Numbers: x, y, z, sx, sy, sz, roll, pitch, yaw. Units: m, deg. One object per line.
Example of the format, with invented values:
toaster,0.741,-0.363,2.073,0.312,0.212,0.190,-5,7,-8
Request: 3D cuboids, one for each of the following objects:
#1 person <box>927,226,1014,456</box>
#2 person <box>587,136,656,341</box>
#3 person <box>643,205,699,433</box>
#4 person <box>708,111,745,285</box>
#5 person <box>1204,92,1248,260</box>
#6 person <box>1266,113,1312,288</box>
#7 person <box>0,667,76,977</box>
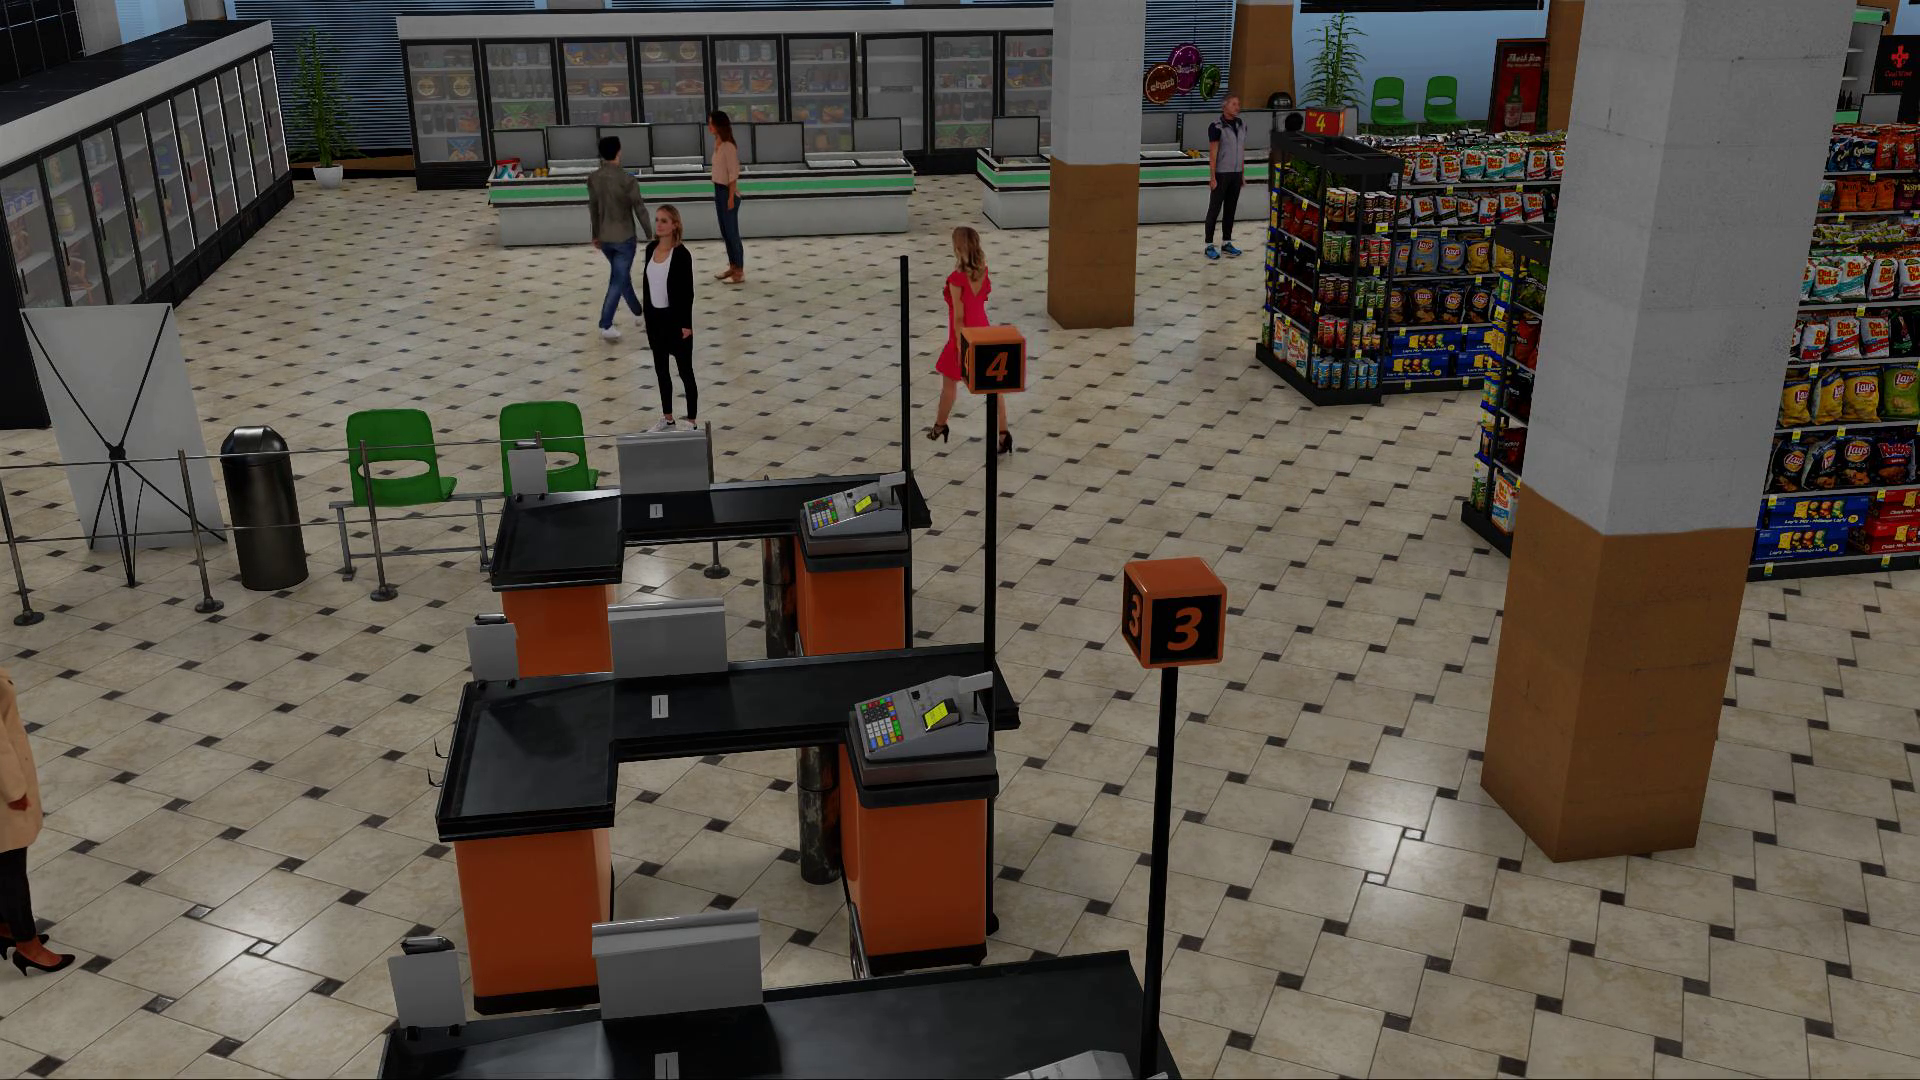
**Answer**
person,0.148,-1.419,12.215,1.062,1.679,1.000,-19,29,-40
person,-3.191,-2.722,15.269,1.210,1.818,1.191,11,24,24
person,-2.187,-1.635,12.590,0.669,1.799,0.742,13,25,29
person,-2.447,-3.613,17.525,0.608,1.789,0.649,-10,24,-23
person,2.987,-4.111,18.715,0.687,1.827,0.837,-16,27,-34
person,3.242,-3.279,16.592,0.891,1.866,0.950,14,26,31
person,-3.750,0.914,6.405,0.708,1.682,0.731,19,29,39
